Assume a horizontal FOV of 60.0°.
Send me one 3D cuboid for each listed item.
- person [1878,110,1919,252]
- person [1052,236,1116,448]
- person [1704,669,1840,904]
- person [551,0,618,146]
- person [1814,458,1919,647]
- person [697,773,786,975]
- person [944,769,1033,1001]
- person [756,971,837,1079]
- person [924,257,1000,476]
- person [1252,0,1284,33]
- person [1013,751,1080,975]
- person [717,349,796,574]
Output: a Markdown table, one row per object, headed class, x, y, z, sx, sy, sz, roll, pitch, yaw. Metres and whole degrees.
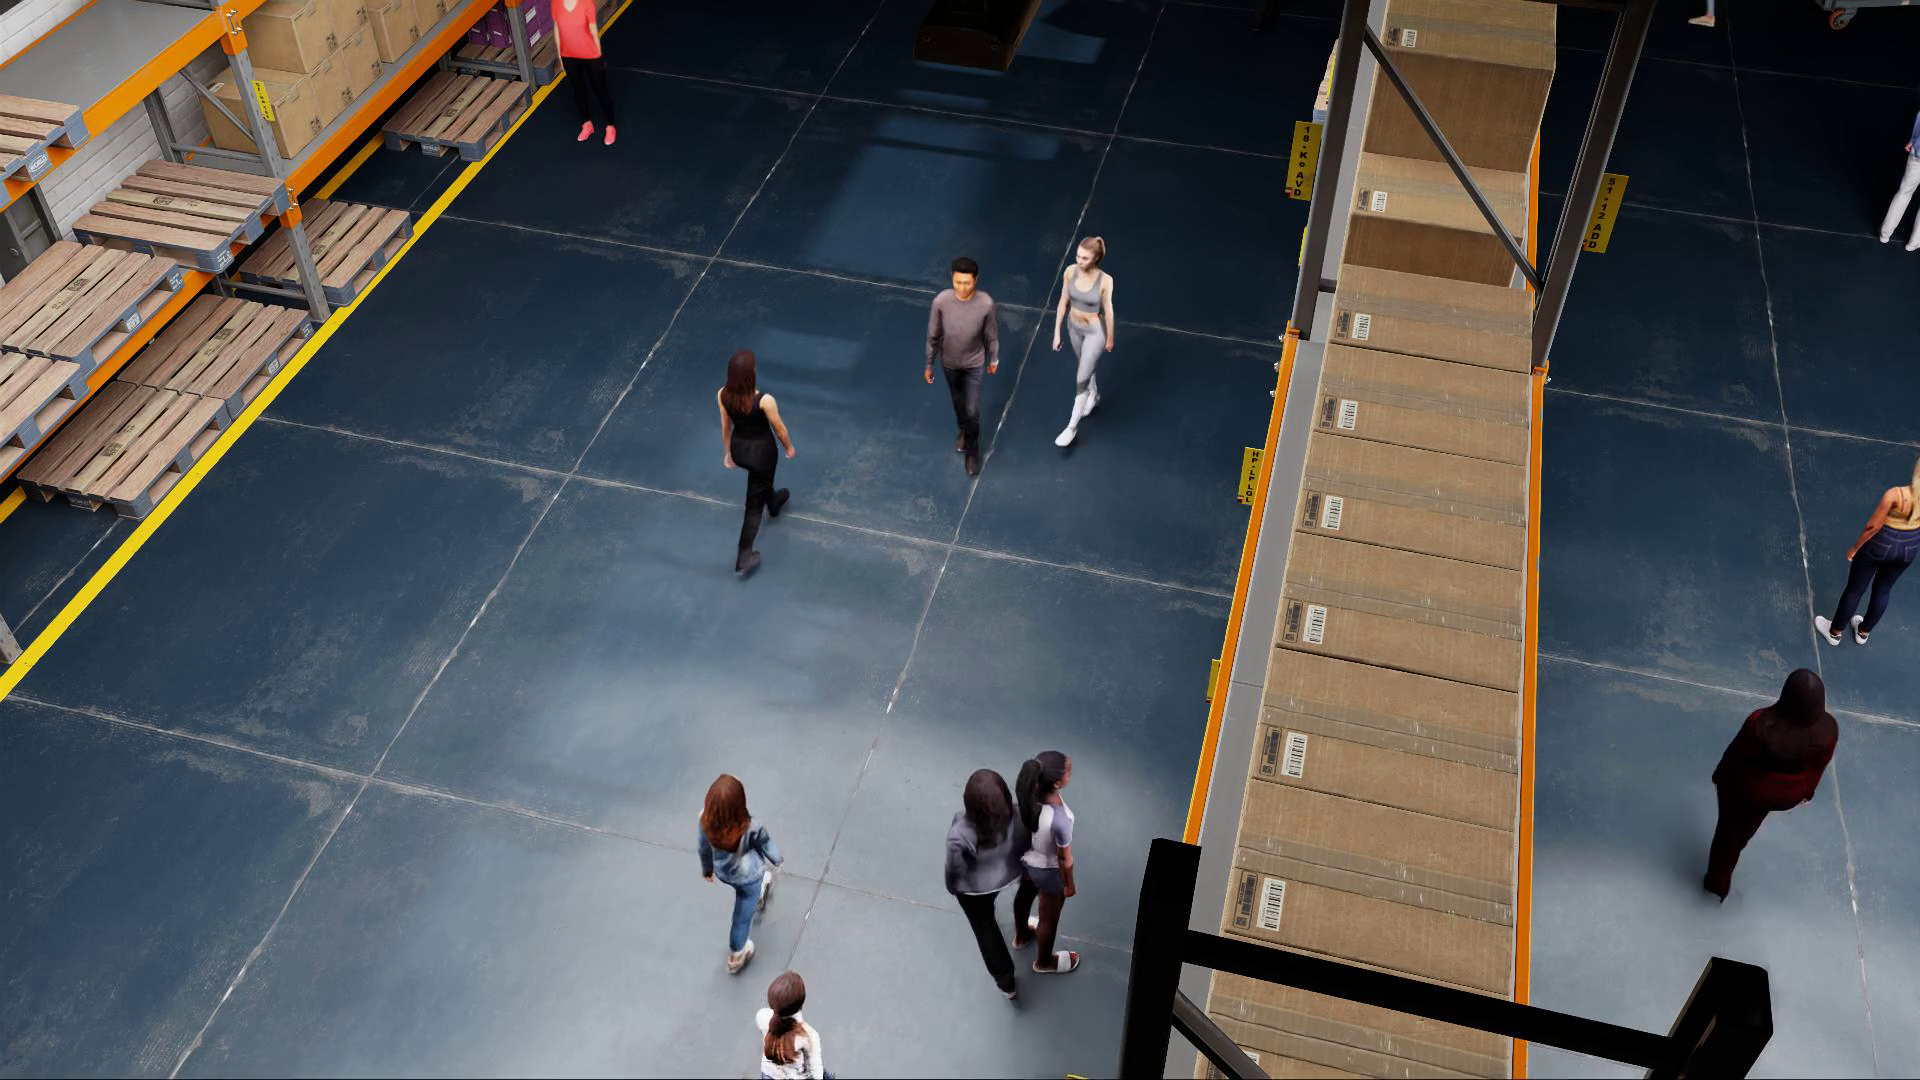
| class | x | y | z | sx | sy | sz | roll | pitch | yaw |
| --- | --- | --- | --- | --- | --- | --- | --- | --- | --- |
| person | 8.370 | -3.349 | 14.230 | 0.730 | 1.887 | 0.710 | 28 | 50 | 27 |
| person | 0.995 | -1.603 | 12.553 | 0.787 | 1.673 | 1.065 | 26 | 49 | 25 |
| person | 4.521 | 1.453 | 9.301 | 0.758 | 1.734 | 0.821 | 2 | 44 | 2 |
| person | -3.554 | -4.555 | 15.639 | 0.617 | 1.691 | 0.560 | 5 | 44 | 6 |
| person | 6.046 | 0.060 | 10.840 | 0.622 | 1.629 | 0.585 | 1 | 44 | 1 |
| person | -1.245 | 1.857 | 9.080 | 0.636 | 1.454 | 0.913 | 17 | 46 | 17 |
| person | 0.176 | 1.855 | 8.995 | 1.085 | 1.574 | 1.168 | -19 | 47 | -19 |
| person | -0.866 | 2.702 | 8.136 | 0.570 | 1.533 | 0.823 | 13 | 45 | 13 |
| person | 0.048 | -1.378 | 12.261 | 0.757 | 1.750 | 0.667 | 10 | 45 | 11 |
| person | 3.409 | -6.271 | 17.339 | 0.711 | 1.831 | 1.210 | 16 | 46 | 16 |
| person | 0.449 | 1.733 | 9.008 | 0.756 | 1.732 | 0.701 | -23 | 48 | -22 |
| person | -1.441 | -0.514 | 11.429 | 0.733 | 1.647 | 1.178 | 17 | 46 | 18 |
